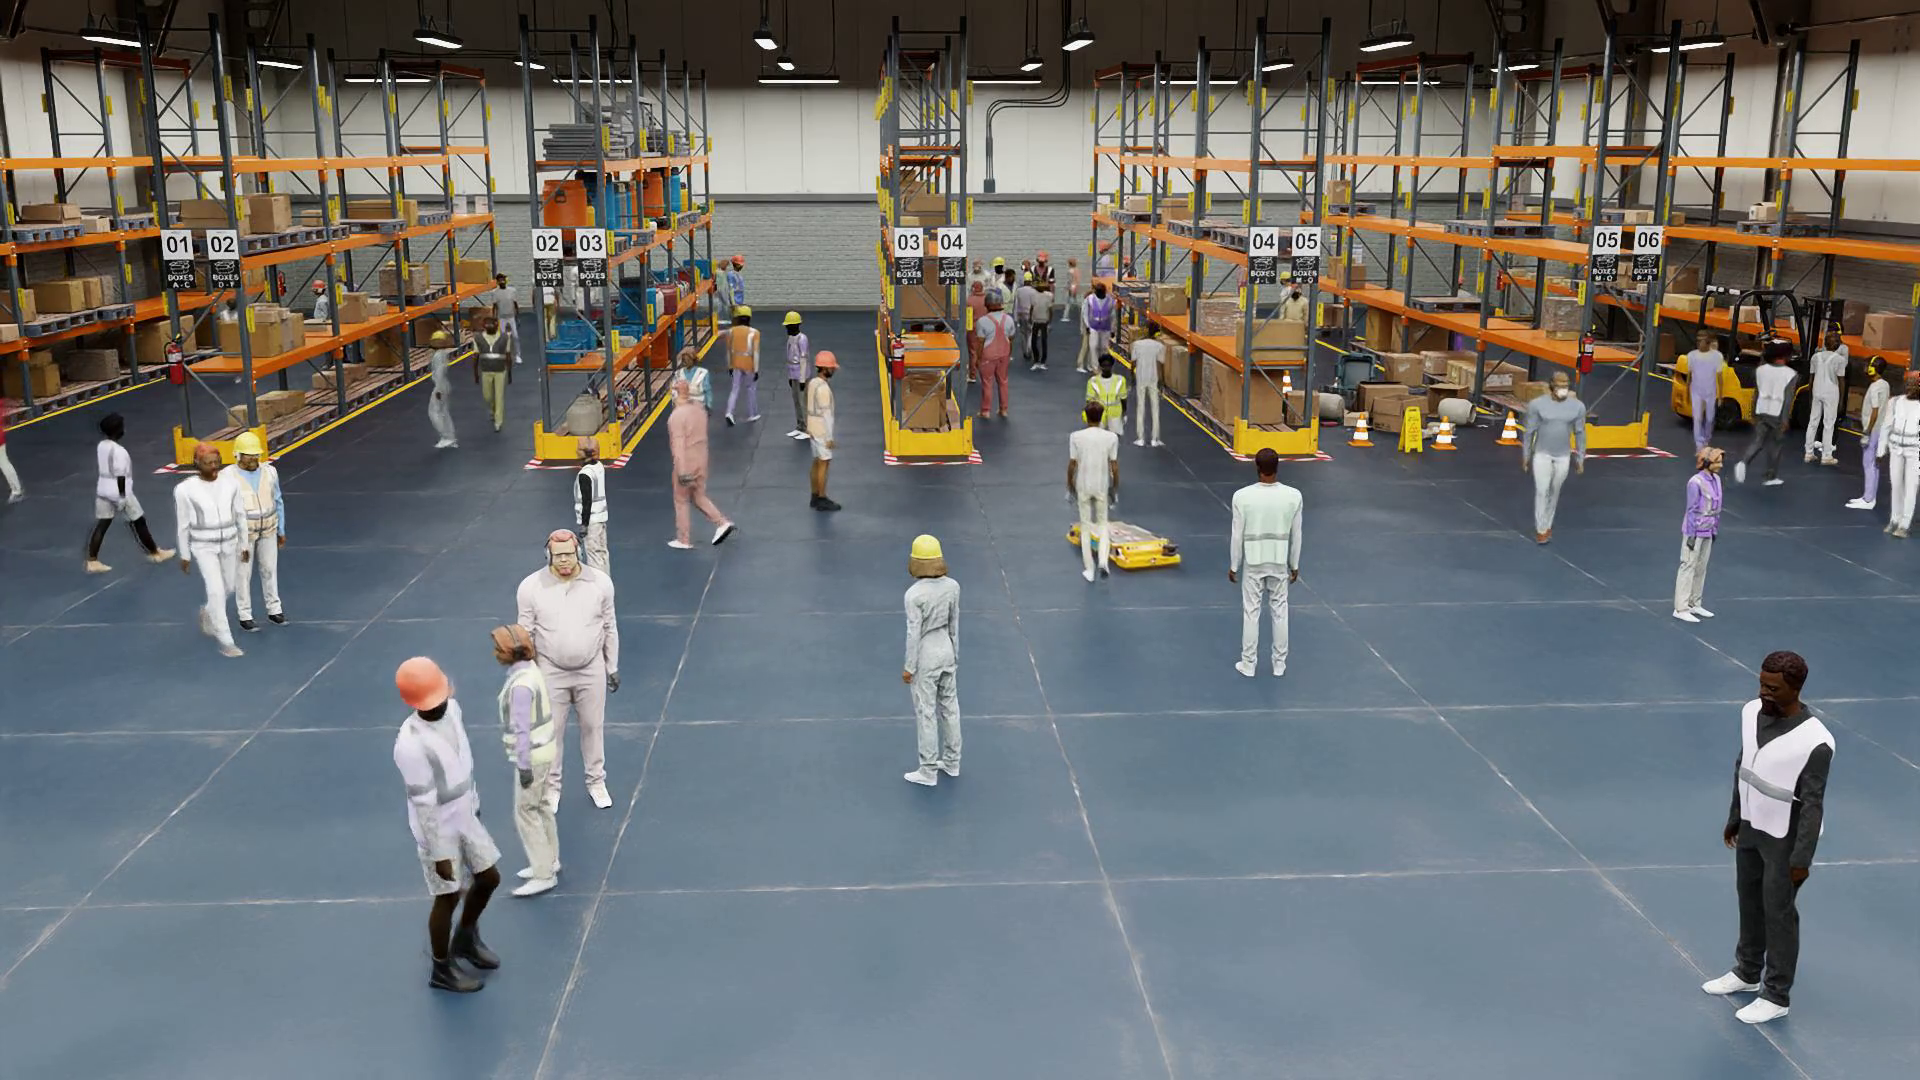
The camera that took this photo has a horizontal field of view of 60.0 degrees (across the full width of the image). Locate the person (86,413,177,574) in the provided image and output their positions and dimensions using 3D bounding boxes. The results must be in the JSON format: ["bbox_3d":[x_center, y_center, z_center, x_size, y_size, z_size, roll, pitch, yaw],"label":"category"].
[{"bbox_3d":[-8.685,-0.492,17.197,0.540,1.644,0.903,9,16,35],"label":"person"}]

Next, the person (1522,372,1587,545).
[{"bbox_3d":[6.564,-0.887,18.311,0.651,1.898,0.949,1,13,5],"label":"person"}]

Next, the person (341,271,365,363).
[{"bbox_3d":[-12.419,-4.567,33.869,0.543,1.928,0.401,-10,17,-37],"label":"person"}]

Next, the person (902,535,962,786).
[{"bbox_3d":[-0.211,0.818,11.443,0.324,1.740,0.492,13,18,43],"label":"person"}]

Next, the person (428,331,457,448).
[{"bbox_3d":[-7.550,-2.178,24.241,0.385,1.698,0.581,0,13,0],"label":"person"}]

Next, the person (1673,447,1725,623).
[{"bbox_3d":[6.849,-0.058,15.395,0.515,1.632,0.313,-12,18,-41],"label":"person"}]

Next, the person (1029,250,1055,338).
[{"bbox_3d":[1.896,-5.702,38.496,0.614,2.019,0.878,2,13,7],"label":"person"}]

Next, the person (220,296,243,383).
[{"bbox_3d":[-13.569,-3.777,31.192,0.511,1.615,0.649,0,13,1],"label":"person"}]

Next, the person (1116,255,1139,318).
[{"bbox_3d":[4.141,-6.152,40.986,0.579,1.727,0.569,-2,13,-9],"label":"person"}]

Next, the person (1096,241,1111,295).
[{"bbox_3d":[3.546,-6.559,42.101,0.766,2.014,0.620,2,13,8],"label":"person"}]

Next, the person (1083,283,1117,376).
[{"bbox_3d":[2.692,-4.043,31.977,0.638,1.772,0.887,0,13,1],"label":"person"}]

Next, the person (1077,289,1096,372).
[{"bbox_3d":[2.524,-4.092,32.504,0.325,1.622,0.530,10,17,36],"label":"person"}]

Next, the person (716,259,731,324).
[{"bbox_3d":[-5.783,-6.148,41.223,0.620,1.613,0.505,1,13,5],"label":"person"}]

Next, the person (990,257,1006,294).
[{"bbox_3d":[0.887,-5.342,37.139,0.588,1.928,0.384,12,18,41],"label":"person"}]

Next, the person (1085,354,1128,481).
[{"bbox_3d":[1.920,-1.599,21.795,0.569,1.674,0.672,0,13,1],"label":"person"}]

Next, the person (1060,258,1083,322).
[{"bbox_3d":[2.899,-6.282,41.796,0.721,1.611,0.518,10,17,36],"label":"person"}]

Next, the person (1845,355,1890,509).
[{"bbox_3d":[11.033,-1.301,20.156,0.332,1.866,0.514,11,17,39],"label":"person"}]

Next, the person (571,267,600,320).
[{"bbox_3d":[-8.491,-5.525,37.729,0.618,2.022,0.614,-3,14,-12],"label":"person"}]

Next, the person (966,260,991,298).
[{"bbox_3d":[0.435,-5.409,37.616,0.647,1.842,0.999,9,16,34],"label":"person"}]

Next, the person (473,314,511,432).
[{"bbox_3d":[-7.229,-2.603,25.779,0.569,1.823,0.642,-2,13,-9],"label":"person"}]

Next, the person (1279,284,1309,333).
[{"bbox_3d":[6.650,-4.302,33.139,0.578,1.735,0.458,3,14,13],"label":"person"}]

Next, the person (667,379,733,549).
[{"bbox_3d":[-2.862,-0.816,18.087,0.654,1.873,0.663,7,15,27],"label":"person"}]

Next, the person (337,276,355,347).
[{"bbox_3d":[-13.437,-5.056,36.410,0.531,1.709,0.608,-2,13,-9],"label":"person"}]

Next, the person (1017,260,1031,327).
[{"bbox_3d":[1.603,-6.009,40.591,0.280,1.636,0.500,-11,17,-39],"label":"person"}]

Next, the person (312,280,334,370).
[{"bbox_3d":[-12.608,-4.254,32.904,0.329,1.750,0.573,-5,14,-22],"label":"person"}]

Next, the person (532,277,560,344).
[{"bbox_3d":[-9.236,-5.270,37.073,0.587,1.818,0.679,-4,14,-17],"label":"person"}]

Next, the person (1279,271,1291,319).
[{"bbox_3d":[6.875,-4.795,35.172,0.325,1.767,0.533,-1,13,-2],"label":"person"}]

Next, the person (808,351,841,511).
[{"bbox_3d":[-1.642,-1.319,20.081,0.380,1.934,0.551,-5,14,-19],"label":"person"}]

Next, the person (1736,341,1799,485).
[{"bbox_3d":[10.424,-1.614,21.426,0.726,1.895,0.590,-7,15,-28],"label":"person"}]

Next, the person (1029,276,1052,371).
[{"bbox_3d":[1.563,-4.252,32.735,0.488,1.836,0.668,4,14,16],"label":"person"}]

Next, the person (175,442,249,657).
[{"bbox_3d":[-6.512,0.053,14.465,0.807,1.862,0.585,11,17,39],"label":"person"}]

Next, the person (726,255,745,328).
[{"bbox_3d":[-4.847,-5.207,36.344,0.391,2.033,0.605,3,14,14],"label":"person"}]

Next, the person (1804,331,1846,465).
[{"bbox_3d":[11.977,-1.961,22.996,0.345,1.846,0.507,-8,16,-31],"label":"person"}]

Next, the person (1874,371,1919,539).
[{"bbox_3d":[10.607,-0.954,18.721,0.727,1.867,0.591,-9,16,-34],"label":"person"}]

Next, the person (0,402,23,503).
[{"bbox_3d":[-11.828,-1.230,20.224,0.544,1.701,0.866,2,13,7],"label":"person"}]

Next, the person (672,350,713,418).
[{"bbox_3d":[-3.686,-1.769,22.694,0.545,1.604,0.770,3,14,11],"label":"person"}]

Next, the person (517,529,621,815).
[{"bbox_3d":[-2.553,0.860,10.910,0.654,1.906,0.406,-5,14,-20],"label":"person"}]

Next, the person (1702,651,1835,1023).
[{"bbox_3d":[4.081,1.467,8.339,0.397,1.911,0.587,-2,13,-10],"label":"person"}]

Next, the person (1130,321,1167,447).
[{"bbox_3d":[2.764,-2.271,24.338,0.571,1.841,0.404,4,14,17],"label":"person"}]

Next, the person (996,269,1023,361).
[{"bbox_3d":[0.961,-4.611,34.143,0.506,1.882,0.612,9,16,32],"label":"person"}]

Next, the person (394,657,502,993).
[{"bbox_3d":[-2.612,1.453,8.459,0.398,1.882,0.657,3,14,14],"label":"person"}]

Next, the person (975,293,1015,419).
[{"bbox_3d":[0.512,-2.996,26.958,0.681,2.000,0.538,-8,15,-29],"label":"person"}]

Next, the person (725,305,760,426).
[{"bbox_3d":[-3.452,-2.767,26.339,0.604,1.885,0.969,4,14,15],"label":"person"}]

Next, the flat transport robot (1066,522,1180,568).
[{"bbox_3d":[1.748,0.024,17.959,0.652,0.197,1.431,-5,14,-21],"label":"flat transport robot"}]

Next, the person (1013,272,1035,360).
[{"bbox_3d":[1.398,-4.619,34.334,0.604,1.815,0.755,2,13,7],"label":"person"}]

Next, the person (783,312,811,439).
[{"bbox_3d":[-2.459,-2.478,25.039,0.410,1.918,0.585,-6,15,-24],"label":"person"}]

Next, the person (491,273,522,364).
[{"bbox_3d":[-9.183,-4.483,33.676,0.531,1.847,0.374,-4,14,-16],"label":"person"}]

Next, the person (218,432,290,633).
[{"bbox_3d":[-6.397,-0.078,15.071,0.403,1.824,0.592,12,18,42],"label":"person"}]

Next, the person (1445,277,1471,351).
[{"bbox_3d":[10.172,-4.562,34.234,0.596,1.731,0.554,-1,13,-4],"label":"person"}]

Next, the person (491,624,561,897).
[{"bbox_3d":[-2.537,1.265,9.784,0.328,1.630,0.607,-3,14,-12],"label":"person"}]

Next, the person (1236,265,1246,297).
[{"bbox_3d":[7.304,-6.721,43.328,0.308,1.769,0.525,2,13,8],"label":"person"}]

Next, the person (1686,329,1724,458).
[{"bbox_3d":[10.593,-2.103,23.689,0.543,1.809,0.805,8,15,30],"label":"person"}]

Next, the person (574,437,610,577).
[{"bbox_3d":[-3.515,-0.181,15.892,0.306,1.641,0.522,1,13,3],"label":"person"}]

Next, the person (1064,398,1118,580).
[{"bbox_3d":[1.319,-0.508,16.816,0.524,1.856,0.379,0,13,-2],"label":"person"}]

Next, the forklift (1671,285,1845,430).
[{"bbox_3d":[12.503,-2.886,26.166,2.313,2.155,1.214,-1,13,-3],"label":"forklift"}]

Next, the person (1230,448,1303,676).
[{"bbox_3d":[2.518,0.191,13.730,0.589,1.915,0.393,0,13,-2],"label":"person"}]

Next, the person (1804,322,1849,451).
[{"bbox_3d":[12.558,-2.214,24.015,0.312,1.869,0.536,-2,13,-8],"label":"person"}]

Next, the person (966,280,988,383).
[{"bbox_3d":[0.333,-3.890,31.041,0.642,1.906,0.410,-5,14,-22],"label":"person"}]
